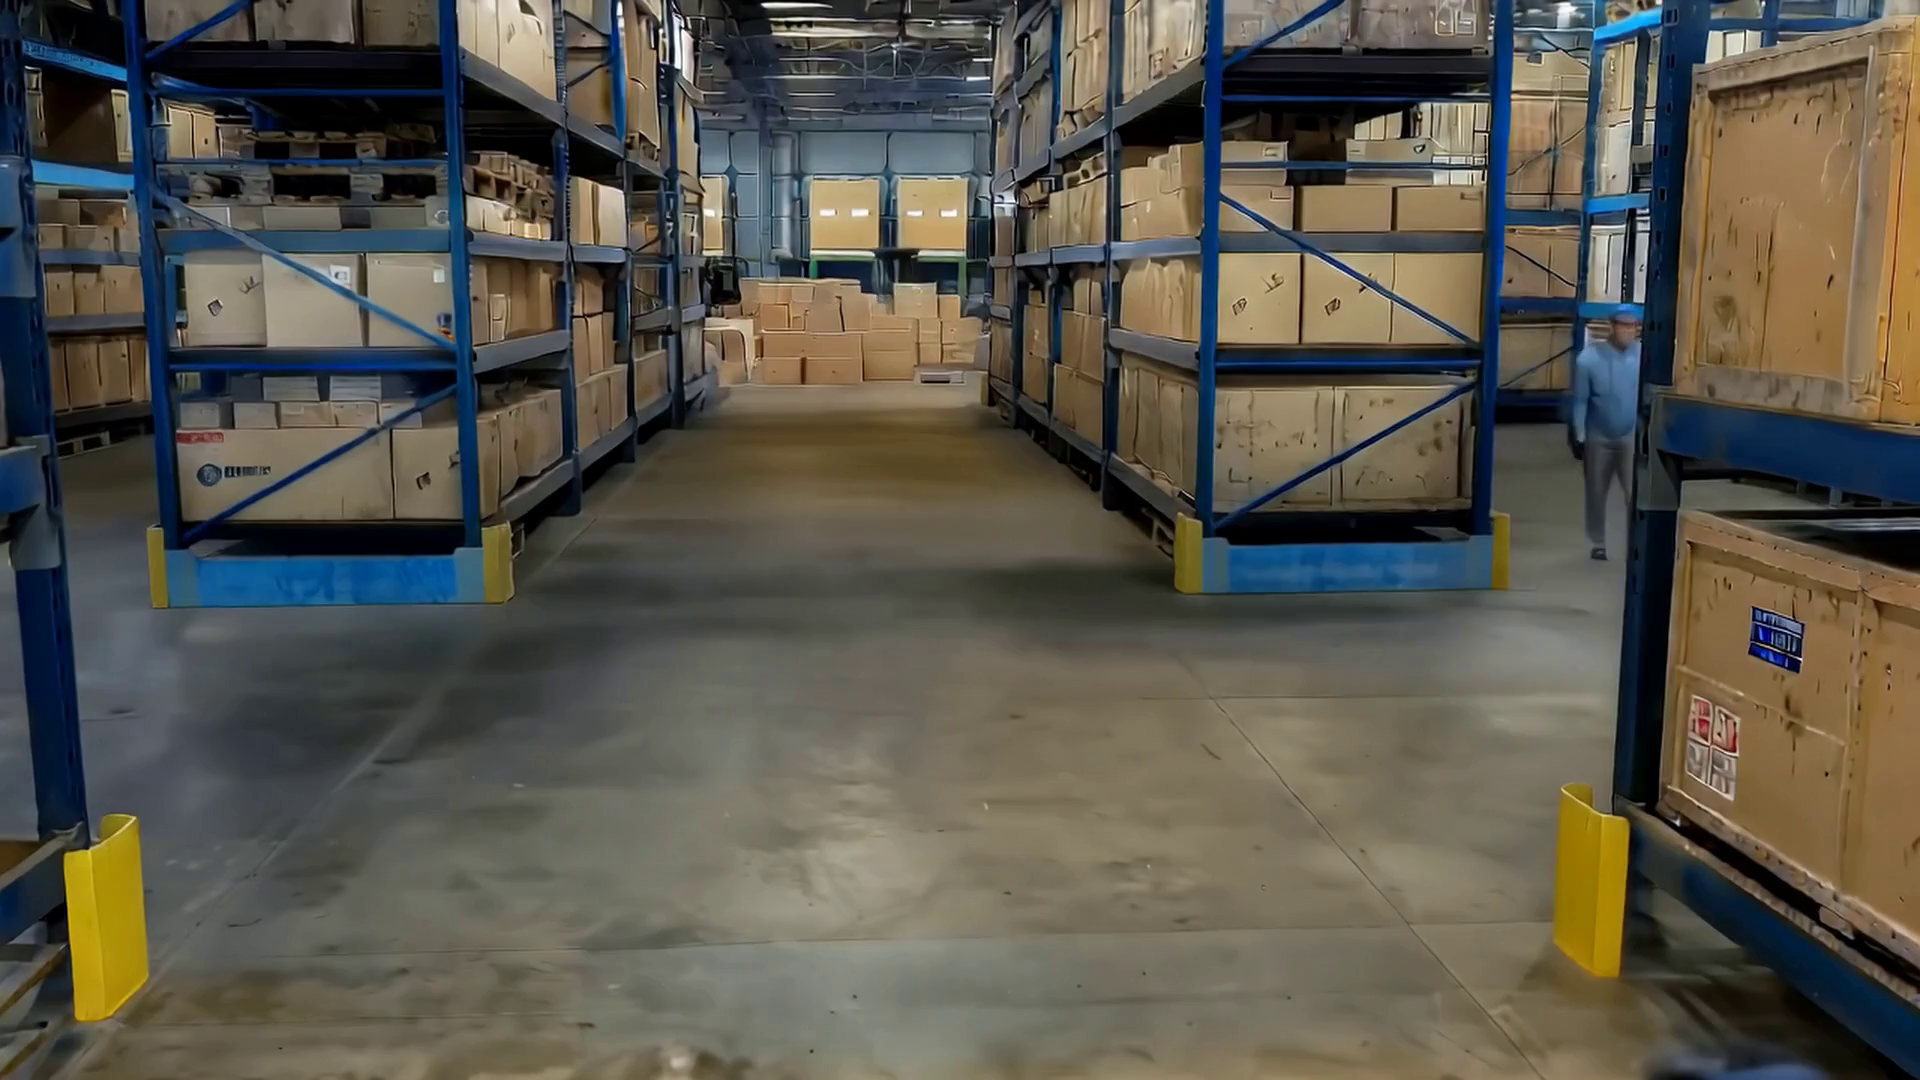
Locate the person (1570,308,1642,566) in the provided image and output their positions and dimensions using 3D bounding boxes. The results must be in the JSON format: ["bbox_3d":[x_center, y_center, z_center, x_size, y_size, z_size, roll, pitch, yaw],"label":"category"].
[{"bbox_3d":[4.759,-0.725,12.044,0.651,1.875,0.868,2,9,12],"label":"person"}]

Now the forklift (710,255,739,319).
[{"bbox_3d":[-8.368,-8.713,59.038,1.129,2.768,1.873,-1,9,-4],"label":"forklift"}]

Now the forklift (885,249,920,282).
[{"bbox_3d":[-1.572,-6.537,45.376,1.129,2.768,1.873,3,9,16],"label":"forklift"}]

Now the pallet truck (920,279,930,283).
[{"bbox_3d":[-0.932,-8.922,63.114,1.885,1.965,0.823,2,9,13],"label":"pallet truck"}]

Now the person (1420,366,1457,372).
[{"bbox_3d":[4.269,-1.109,15.015,0.322,1.692,0.531,-7,11,-36],"label":"person"}]
